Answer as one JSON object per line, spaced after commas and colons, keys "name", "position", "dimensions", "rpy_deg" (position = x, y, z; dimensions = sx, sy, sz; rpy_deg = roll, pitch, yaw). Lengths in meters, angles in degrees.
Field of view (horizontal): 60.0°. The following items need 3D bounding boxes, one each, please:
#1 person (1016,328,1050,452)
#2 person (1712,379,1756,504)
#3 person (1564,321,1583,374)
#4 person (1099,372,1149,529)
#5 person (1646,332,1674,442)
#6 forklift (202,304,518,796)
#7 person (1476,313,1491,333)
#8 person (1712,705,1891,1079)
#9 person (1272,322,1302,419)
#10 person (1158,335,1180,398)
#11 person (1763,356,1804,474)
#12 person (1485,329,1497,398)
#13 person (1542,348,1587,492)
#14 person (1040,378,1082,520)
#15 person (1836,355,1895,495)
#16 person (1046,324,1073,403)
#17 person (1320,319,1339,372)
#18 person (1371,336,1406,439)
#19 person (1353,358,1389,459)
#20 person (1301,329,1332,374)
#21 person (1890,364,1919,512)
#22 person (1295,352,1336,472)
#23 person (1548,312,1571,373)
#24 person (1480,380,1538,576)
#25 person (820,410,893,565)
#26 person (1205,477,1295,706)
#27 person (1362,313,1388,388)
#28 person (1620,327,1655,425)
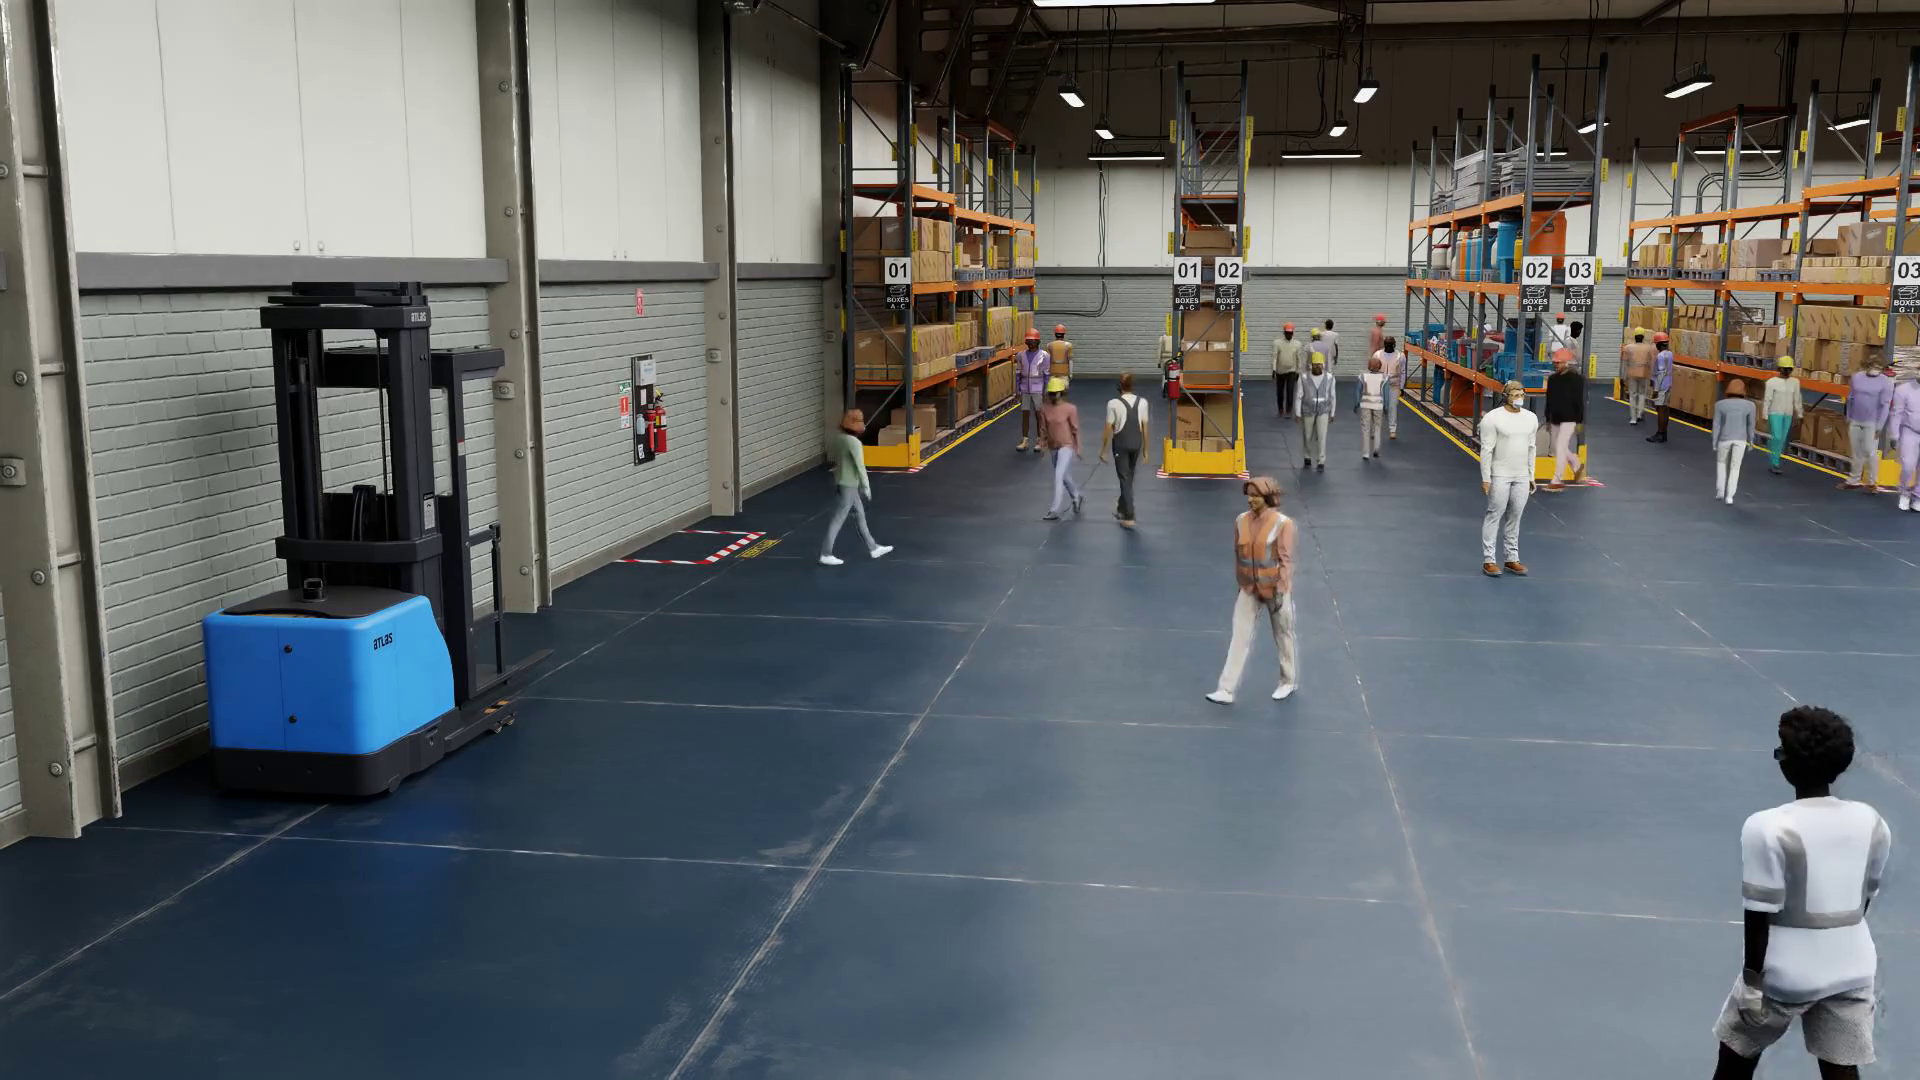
{"name": "person", "position": [1.204, -2.510, 27.824], "dimensions": [0.607, 2.048, 0.370], "rpy_deg": [4, 10, 24]}
{"name": "person", "position": [10.042, -1.287, 21.606], "dimensions": [0.516, 1.607, 0.629], "rpy_deg": [4, 10, 23]}
{"name": "person", "position": [12.776, -3.586, 34.732], "dimensions": [0.372, 1.960, 0.604], "rpy_deg": [6, 11, 32]}
{"name": "person", "position": [1.907, -1.080, 19.711], "dimensions": [0.533, 1.812, 0.865], "rpy_deg": [-3, 10, -20]}
{"name": "person", "position": [12.358, -2.700, 29.360], "dimensions": [0.375, 1.930, 0.542], "rpy_deg": [8, 12, 39]}
{"name": "forklift", "position": [-3.673, -0.038, 10.147], "dimensions": [1.129, 2.768, 1.873], "rpy_deg": [1, 9, 9]}
{"name": "person", "position": [13.715, -5.022, 43.715], "dimensions": [0.587, 1.918, 0.391], "rpy_deg": [-7, 12, -39]}
{"name": "person", "position": [2.625, 1.334, 5.302], "dimensions": [0.550, 1.655, 0.831], "rpy_deg": [-2, 9, -13]}
{"name": "person", "position": [6.735, -3.520, 34.350], "dimensions": [0.608, 1.966, 0.956], "rpy_deg": [1, 9, 9]}
{"name": "person", "position": [4.957, -4.190, 38.919], "dimensions": [0.614, 1.808, 0.525], "rpy_deg": [3, 10, 16]}
{"name": "person", "position": [12.215, -1.841, 24.616], "dimensions": [0.536, 1.749, 0.606], "rpy_deg": [-2, 9, -11]}
{"name": "person", "position": [12.593, -4.166, 39.330], "dimensions": [0.547, 1.612, 0.650], "rpy_deg": [1, 9, 4]}
{"name": "person", "position": [8.368, -1.664, 22.877], "dimensions": [0.818, 1.970, 0.631], "rpy_deg": [-4, 10, -25]}
{"name": "person", "position": [1.279, -1.145, 20.422], "dimensions": [0.539, 1.723, 0.873], "rpy_deg": [8, 12, 40]}
{"name": "person", "position": [12.265, -1.576, 22.579], "dimensions": [0.373, 1.900, 0.776], "rpy_deg": [-4, 10, -21]}
{"name": "person", "position": [1.984, -3.333, 33.240], "dimensions": [0.552, 1.935, 0.365], "rpy_deg": [1, 9, 7]}
{"name": "person", "position": [9.024, -4.511, 40.862], "dimensions": [0.520, 1.831, 0.980], "rpy_deg": [1, 9, 4]}
{"name": "person", "position": [7.698, -2.749, 29.955], "dimensions": [0.621, 1.838, 0.429], "rpy_deg": [3, 10, 17]}
{"name": "person", "position": [6.597, -2.115, 26.699], "dimensions": [0.537, 1.621, 0.527], "rpy_deg": [1, 9, 9]}
{"name": "person", "position": [7.567, -3.606, 35.432], "dimensions": [0.604, 1.767, 0.950], "rpy_deg": [-1, 9, -7]}
{"name": "person", "position": [11.984, -1.281, 20.707], "dimensions": [0.670, 1.891, 0.507], "rpy_deg": [2, 9, 11]}
{"name": "person", "position": [5.391, -1.964, 25.266], "dimensions": [0.610, 1.794, 0.922], "rpy_deg": [1, 9, 8]}
{"name": "person", "position": [15.726, -5.018, 43.639], "dimensions": [0.551, 1.934, 0.374], "rpy_deg": [3, 10, 20]}
{"name": "person", "position": [5.443, -0.620, 16.502], "dimensions": [0.636, 1.939, 0.365], "rpy_deg": [-3, 10, -18]}
{"name": "person", "position": [-1.085, -0.549, 17.146], "dimensions": [0.862, 1.583, 0.527], "rpy_deg": [-3, 10, -20]}
{"name": "person", "position": [2.076, 0.360, 11.509], "dimensions": [0.527, 1.591, 0.854], "rpy_deg": [9, 13, 44]}
{"name": "person", "position": [10.186, -4.567, 40.739], "dimensions": [0.632, 1.975, 0.629], "rpy_deg": [2, 9, 12]}
{"name": "person", "position": [13.281, -3.227, 32.654], "dimensions": [0.613, 1.908, 0.472], "rpy_deg": [2, 9, 11]}
